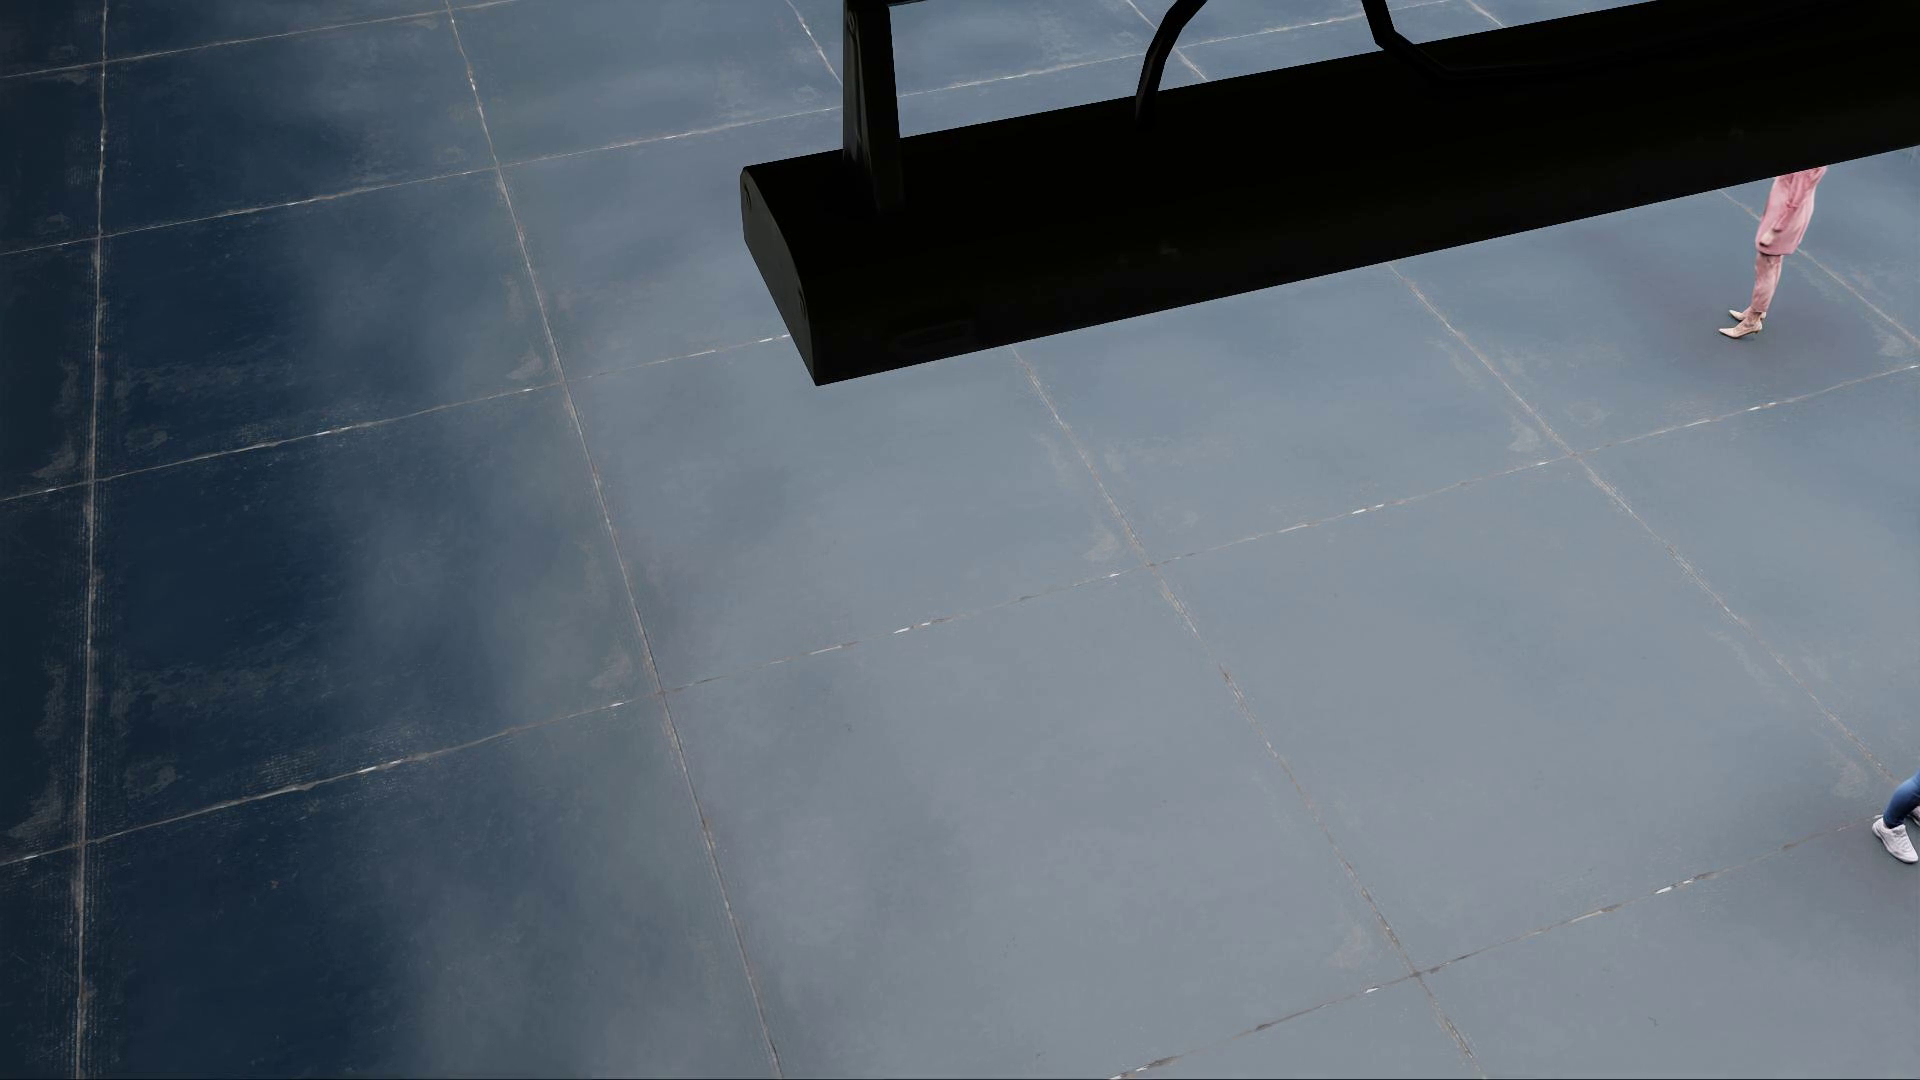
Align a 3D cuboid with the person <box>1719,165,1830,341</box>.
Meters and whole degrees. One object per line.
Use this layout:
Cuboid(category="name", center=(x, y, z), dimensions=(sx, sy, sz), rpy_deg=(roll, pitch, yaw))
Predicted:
Cuboid(category="person", center=(5.529, -2.141, 11.123), dimensions=(0.705, 1.803, 0.686), rpy_deg=(26, 49, 25))
